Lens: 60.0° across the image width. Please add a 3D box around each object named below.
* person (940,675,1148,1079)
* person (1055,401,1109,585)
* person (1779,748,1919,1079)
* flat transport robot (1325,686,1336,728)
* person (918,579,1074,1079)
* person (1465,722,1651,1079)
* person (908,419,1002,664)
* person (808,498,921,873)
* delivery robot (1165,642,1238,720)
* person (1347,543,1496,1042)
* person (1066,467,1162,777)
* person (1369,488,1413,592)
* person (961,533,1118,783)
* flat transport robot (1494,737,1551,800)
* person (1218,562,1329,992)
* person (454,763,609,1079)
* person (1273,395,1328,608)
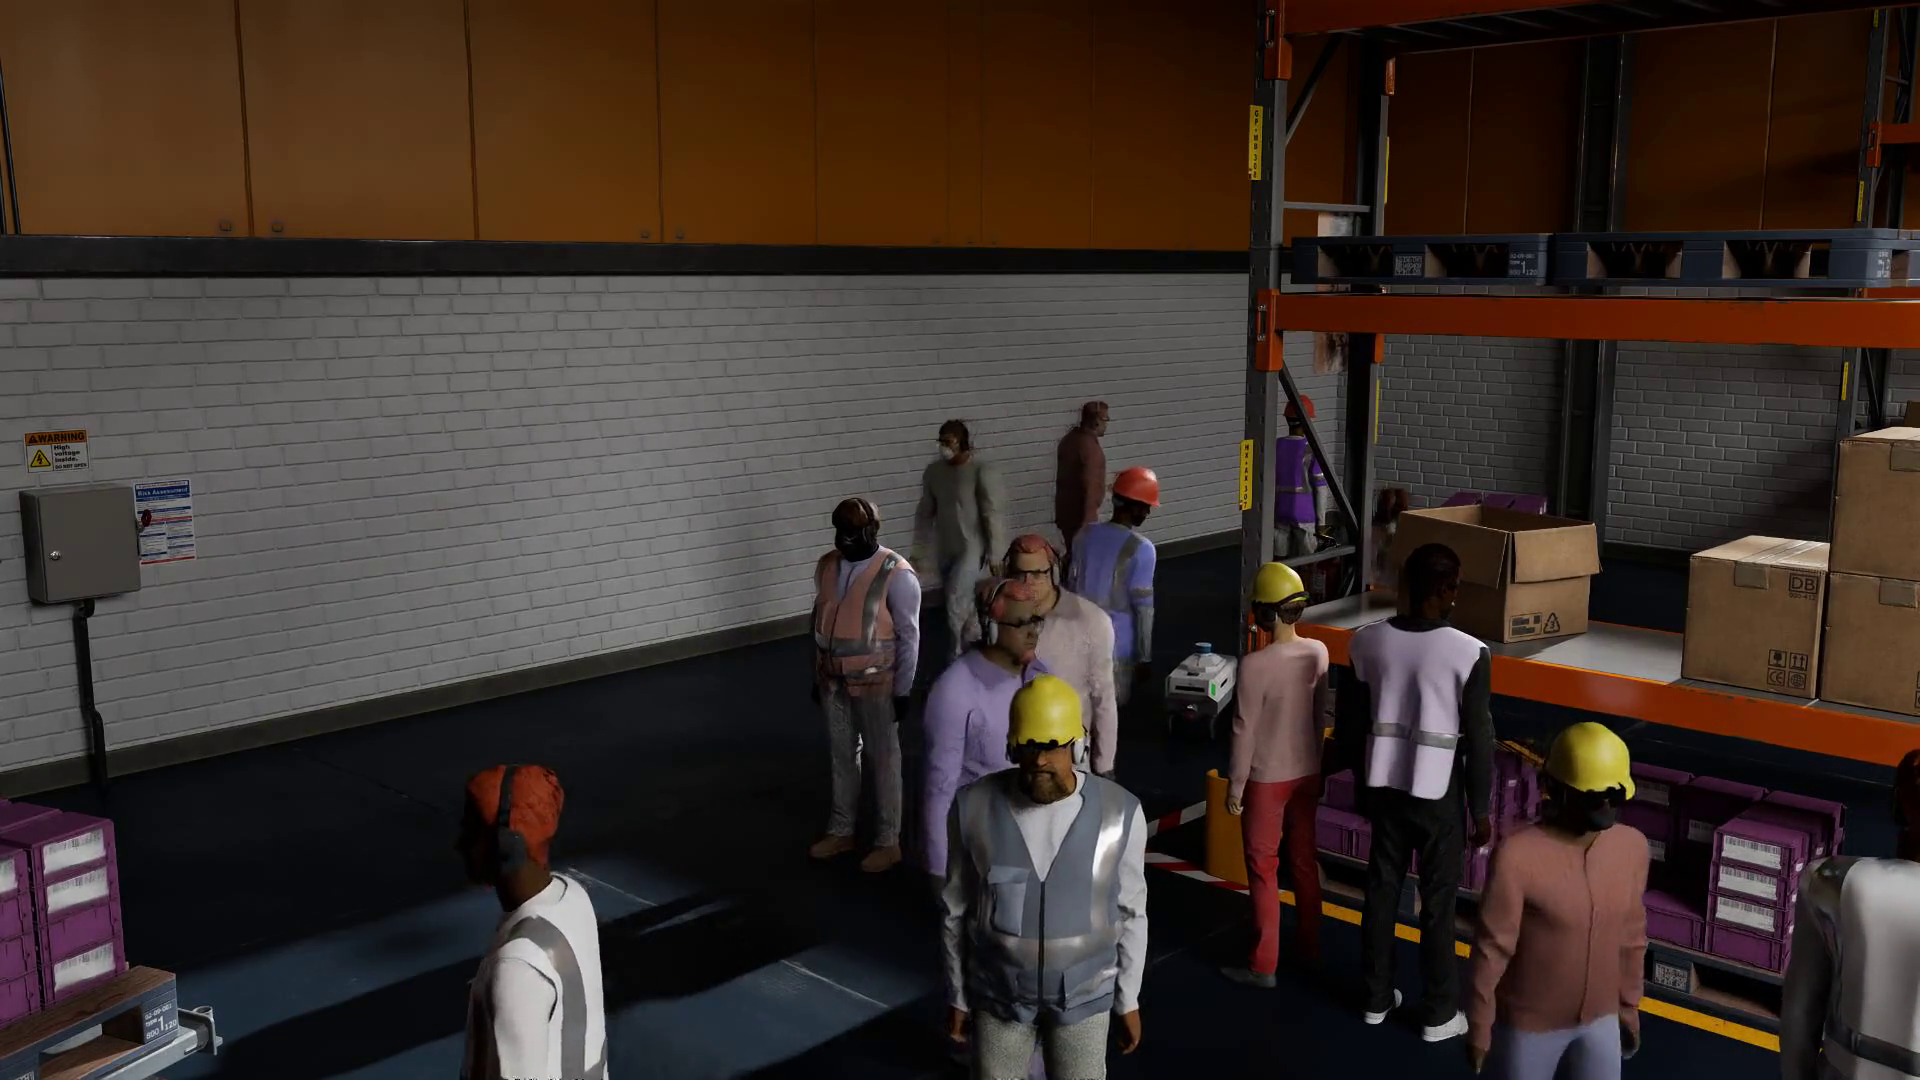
[{"bbox_3d":[0.237,1.274,4.734,0.592,1.834,0.404,1,9,4],"label":"person"},{"bbox_3d":[0.945,-0.210,13.705,0.556,1.879,0.670,-3,10,-19],"label":"person"},{"bbox_3d":[2.210,1.389,3.874,0.337,1.882,0.584,-7,12,-37],"label":"person"},{"bbox_3d":[2.290,1.145,10.302,0.652,0.197,1.431,-1,9,-5],"label":"flat transport robot"},{"bbox_3d":[0.254,1.076,5.801,0.878,1.872,0.673,7,12,37],"label":"person"},{"bbox_3d":[1.648,1.319,4.733,0.561,1.741,0.598,-3,10,-16],"label":"person"},{"bbox_3d":[-0.067,0.110,11.651,0.803,1.904,0.647,-9,13,-42],"label":"person"},{"bbox_3d":[-0.501,0.705,8.198,0.634,1.842,0.429,7,11,36],"label":"person"},{"bbox_3d":[1.552,0.901,10.647,0.477,0.478,0.707,4,10,21],"label":"delivery robot"},{"bbox_3d":[1.757,0.965,6.390,0.588,1.913,0.391,9,13,42],"label":"person"},{"bbox_3d":[0.799,0.544,9.001,0.528,1.904,0.609,-8,12,-40],"label":"person"},{"bbox_3d":[2.713,0.474,10.365,0.798,1.595,0.530,-1,9,-5],"label":"person"},{"bbox_3d":[0.304,0.903,6.826,0.670,1.891,0.431,2,9,10],"label":"person"},{"bbox_3d":[2.705,1.306,9.316,1.431,0.197,0.652,-1,9,-8],"label":"flat transport robot"},{"bbox_3d":[1.295,0.965,6.856,0.525,1.761,0.328,-7,12,-36],"label":"person"},{"bbox_3d":[-0.905,1.412,3.808,0.741,1.862,0.587,-1,9,-6],"label":"person"},{"bbox_3d":[2.712,-0.198,13.439,0.543,1.939,0.355,7,11,35],"label":"person"}]
